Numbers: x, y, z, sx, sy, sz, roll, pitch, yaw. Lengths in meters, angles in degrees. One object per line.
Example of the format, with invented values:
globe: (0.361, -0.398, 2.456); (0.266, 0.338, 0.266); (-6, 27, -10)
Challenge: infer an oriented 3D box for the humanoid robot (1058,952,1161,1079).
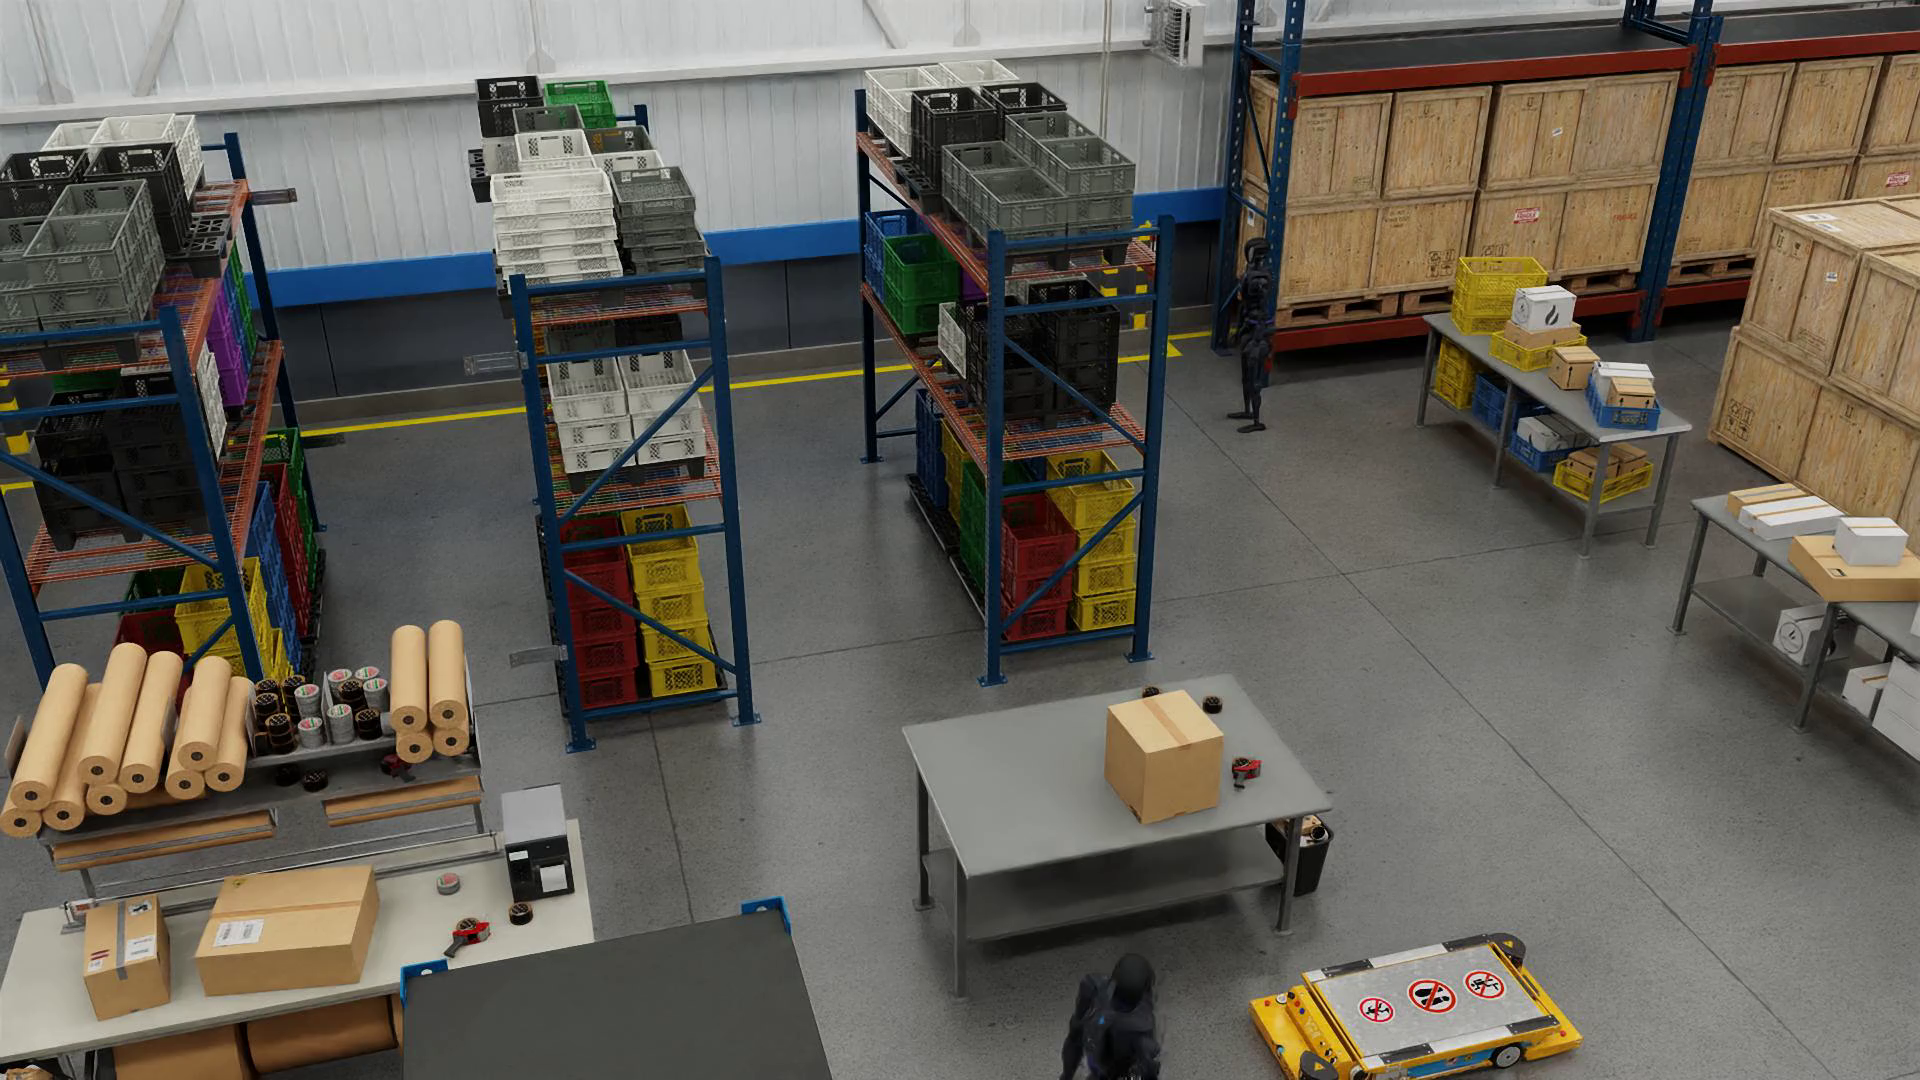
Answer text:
humanoid robot: (0.604, 2.246, 6.654); (0.470, 1.636, 0.633); (-13, 31, -22)

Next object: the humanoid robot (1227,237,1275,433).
humanoid robot: (2.422, -1.706, 13.788); (0.320, 1.657, 0.612); (-3, 29, -6)

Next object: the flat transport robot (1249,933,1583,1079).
flat transport robot: (2.184, 2.282, 7.980); (1.431, 0.197, 0.652); (-8, 30, -14)
